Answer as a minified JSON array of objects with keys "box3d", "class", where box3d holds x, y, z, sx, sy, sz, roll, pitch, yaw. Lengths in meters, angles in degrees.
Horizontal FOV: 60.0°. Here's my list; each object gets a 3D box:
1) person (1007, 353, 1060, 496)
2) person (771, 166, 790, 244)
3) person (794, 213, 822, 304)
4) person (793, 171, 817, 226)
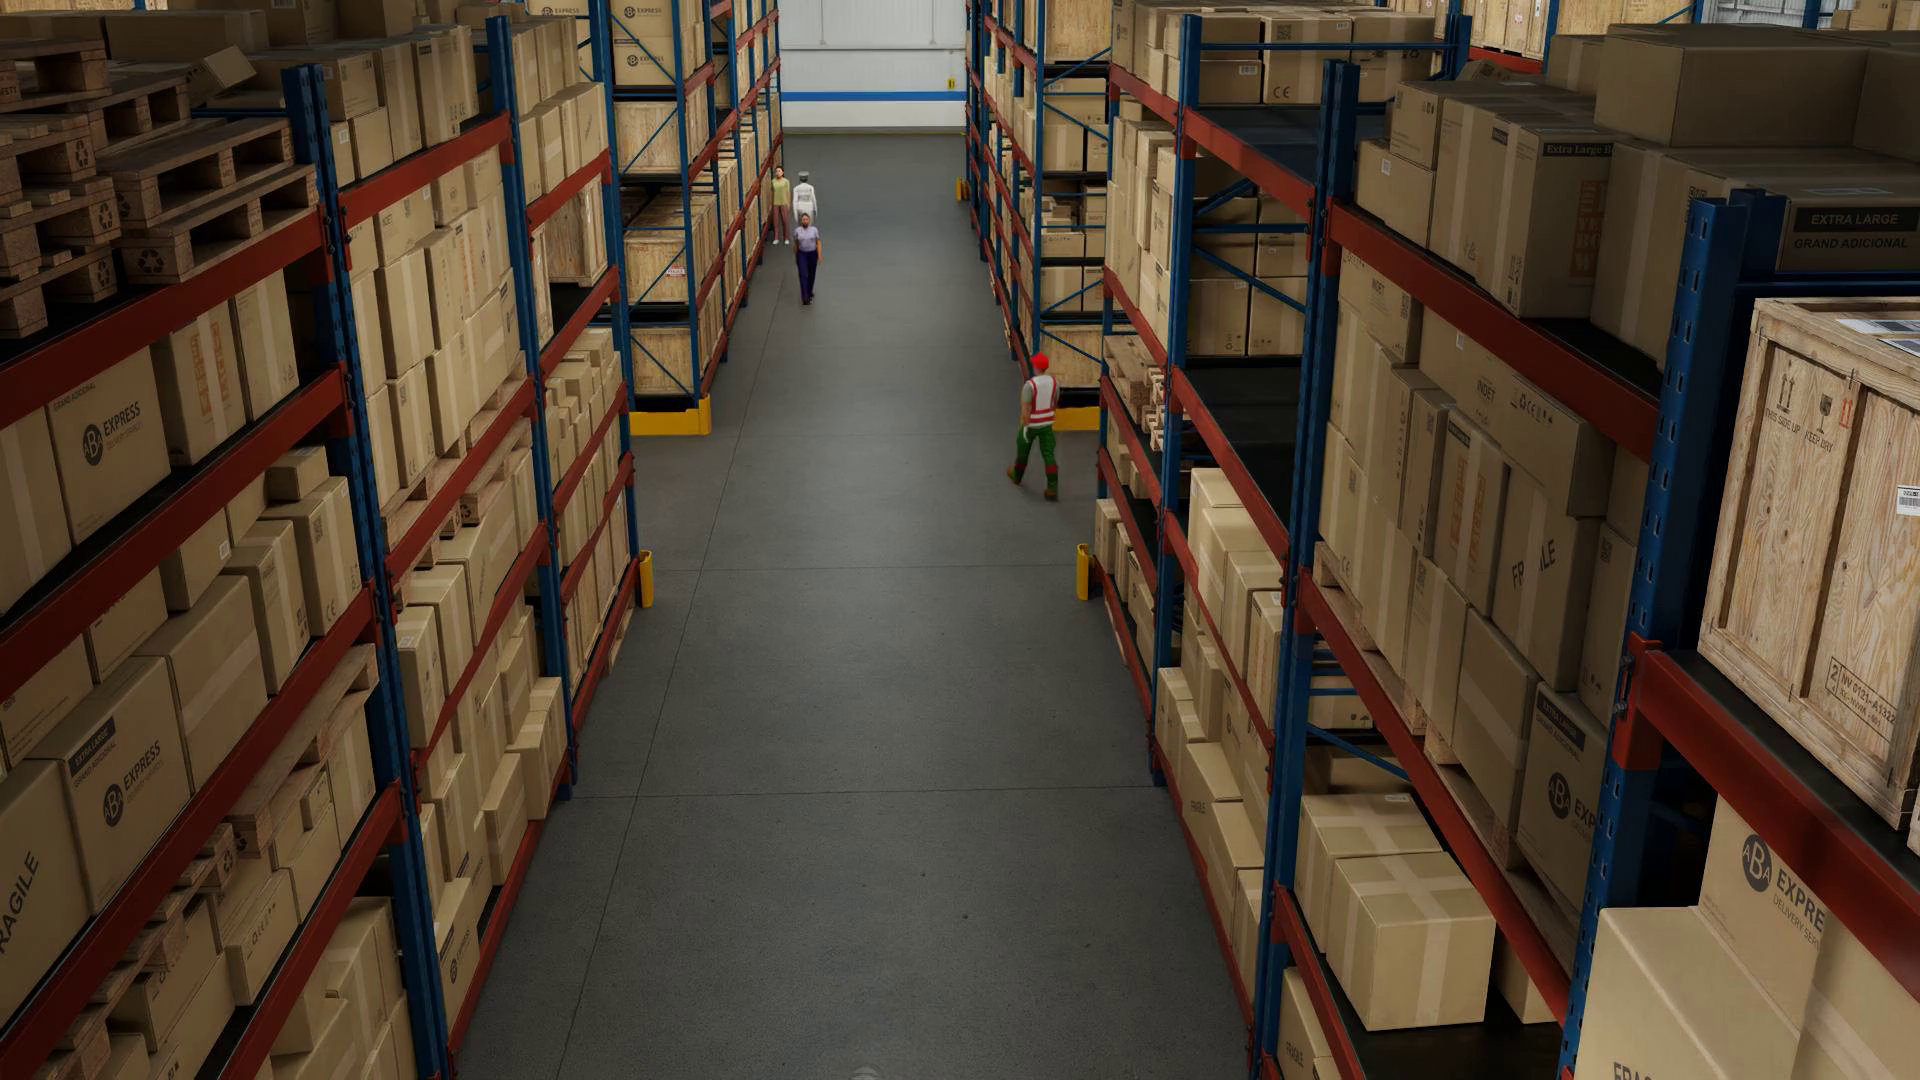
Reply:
[{"box3d":[0.938,-1.459,20.386,0.560,1.750,1.010,-9,22,-23],"class":"person"},{"box3d":[-3.908,-7.285,36.153,0.432,1.669,0.411,2,21,4],"class":"person"},{"box3d":[-2.794,-5.207,30.642,0.490,1.609,0.982,-5,21,-13],"class":"person"},{"box3d":[-3.294,-6.954,35.275,0.484,1.659,0.868,3,21,8],"class":"person"}]
